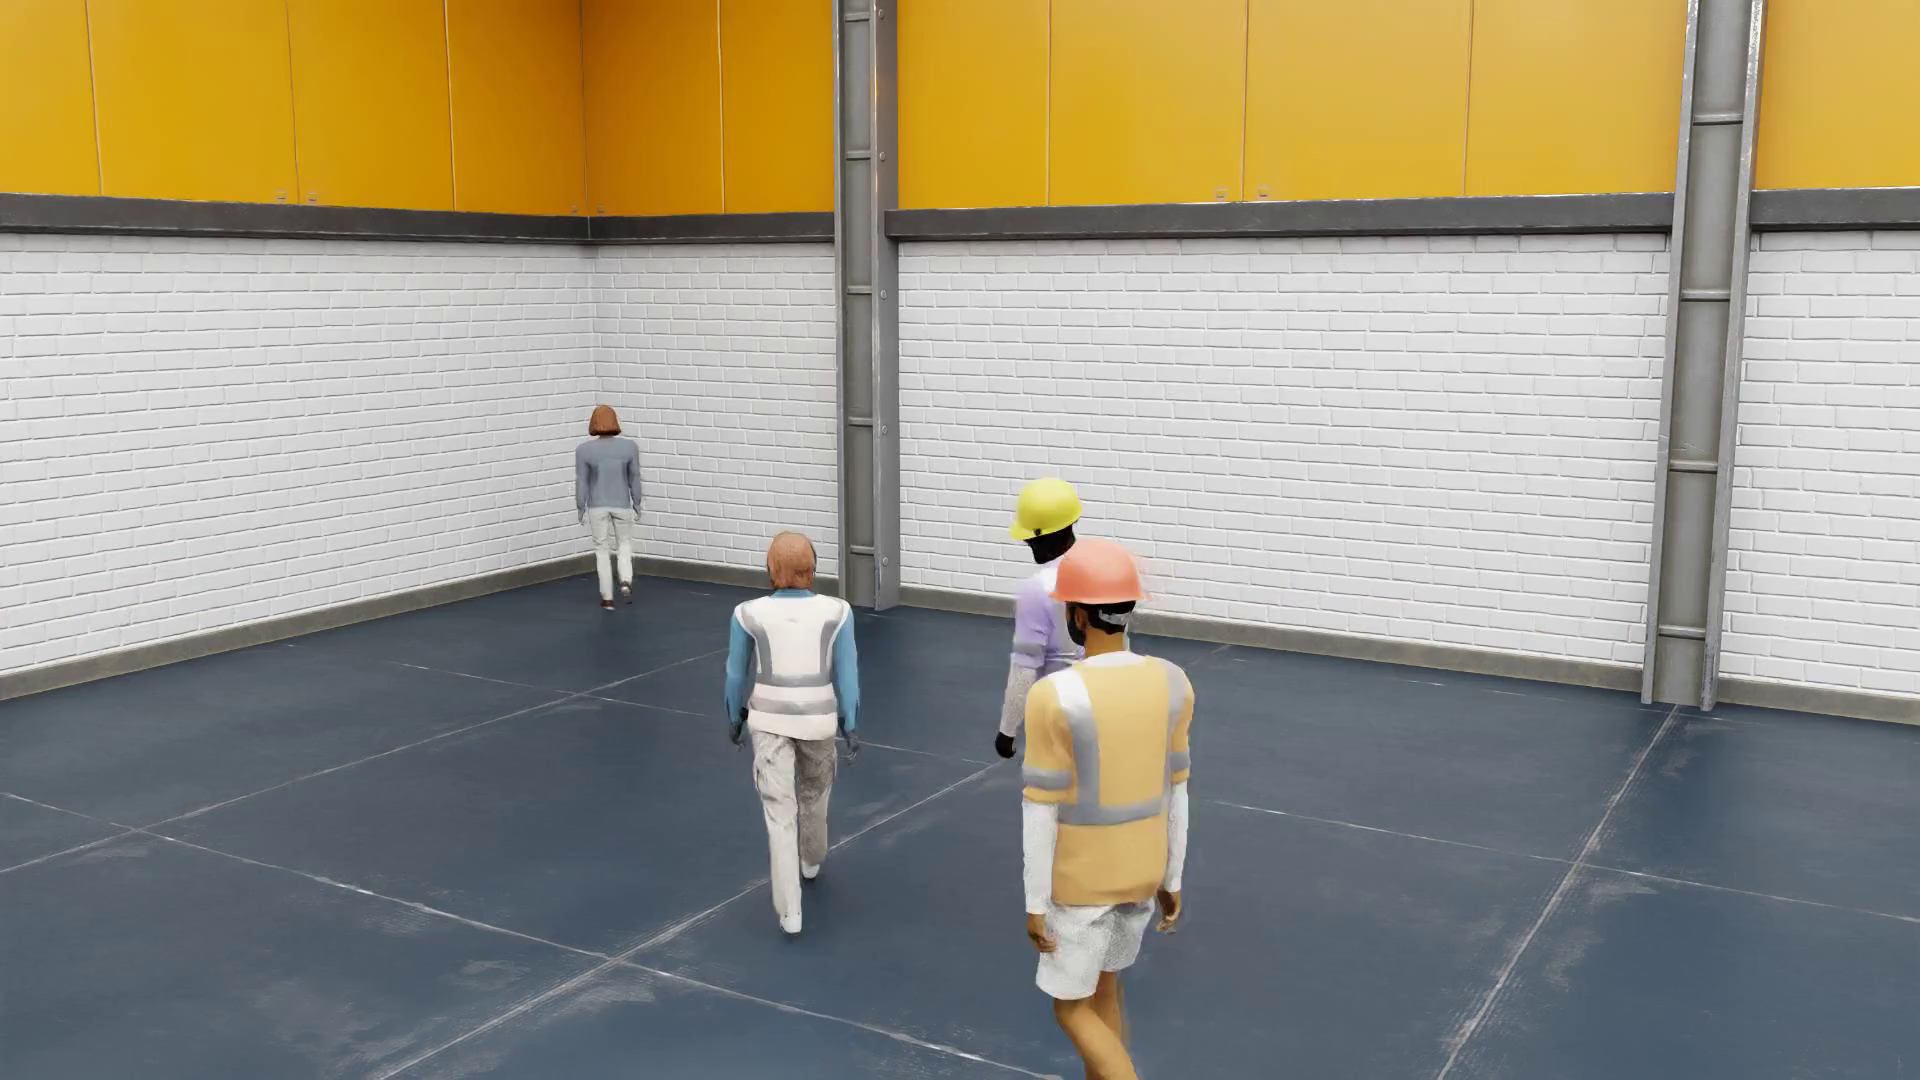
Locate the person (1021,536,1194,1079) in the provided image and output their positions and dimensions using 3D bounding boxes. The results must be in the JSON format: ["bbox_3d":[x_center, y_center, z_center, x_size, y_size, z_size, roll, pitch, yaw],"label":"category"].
[{"bbox_3d":[0.456,0.954,4.694,0.542,1.916,0.746,-6,11,-31],"label":"person"}]

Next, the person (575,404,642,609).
[{"bbox_3d":[-2.766,-0.255,13.085,0.517,1.621,0.360,-4,10,-21],"label":"person"}]

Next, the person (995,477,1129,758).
[{"bbox_3d":[0.454,0.669,6.556,0.646,1.876,0.385,-9,13,-43],"label":"person"}]

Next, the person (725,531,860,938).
[{"bbox_3d":[-0.697,0.754,6.872,0.543,1.588,0.845,-1,9,-8],"label":"person"}]
